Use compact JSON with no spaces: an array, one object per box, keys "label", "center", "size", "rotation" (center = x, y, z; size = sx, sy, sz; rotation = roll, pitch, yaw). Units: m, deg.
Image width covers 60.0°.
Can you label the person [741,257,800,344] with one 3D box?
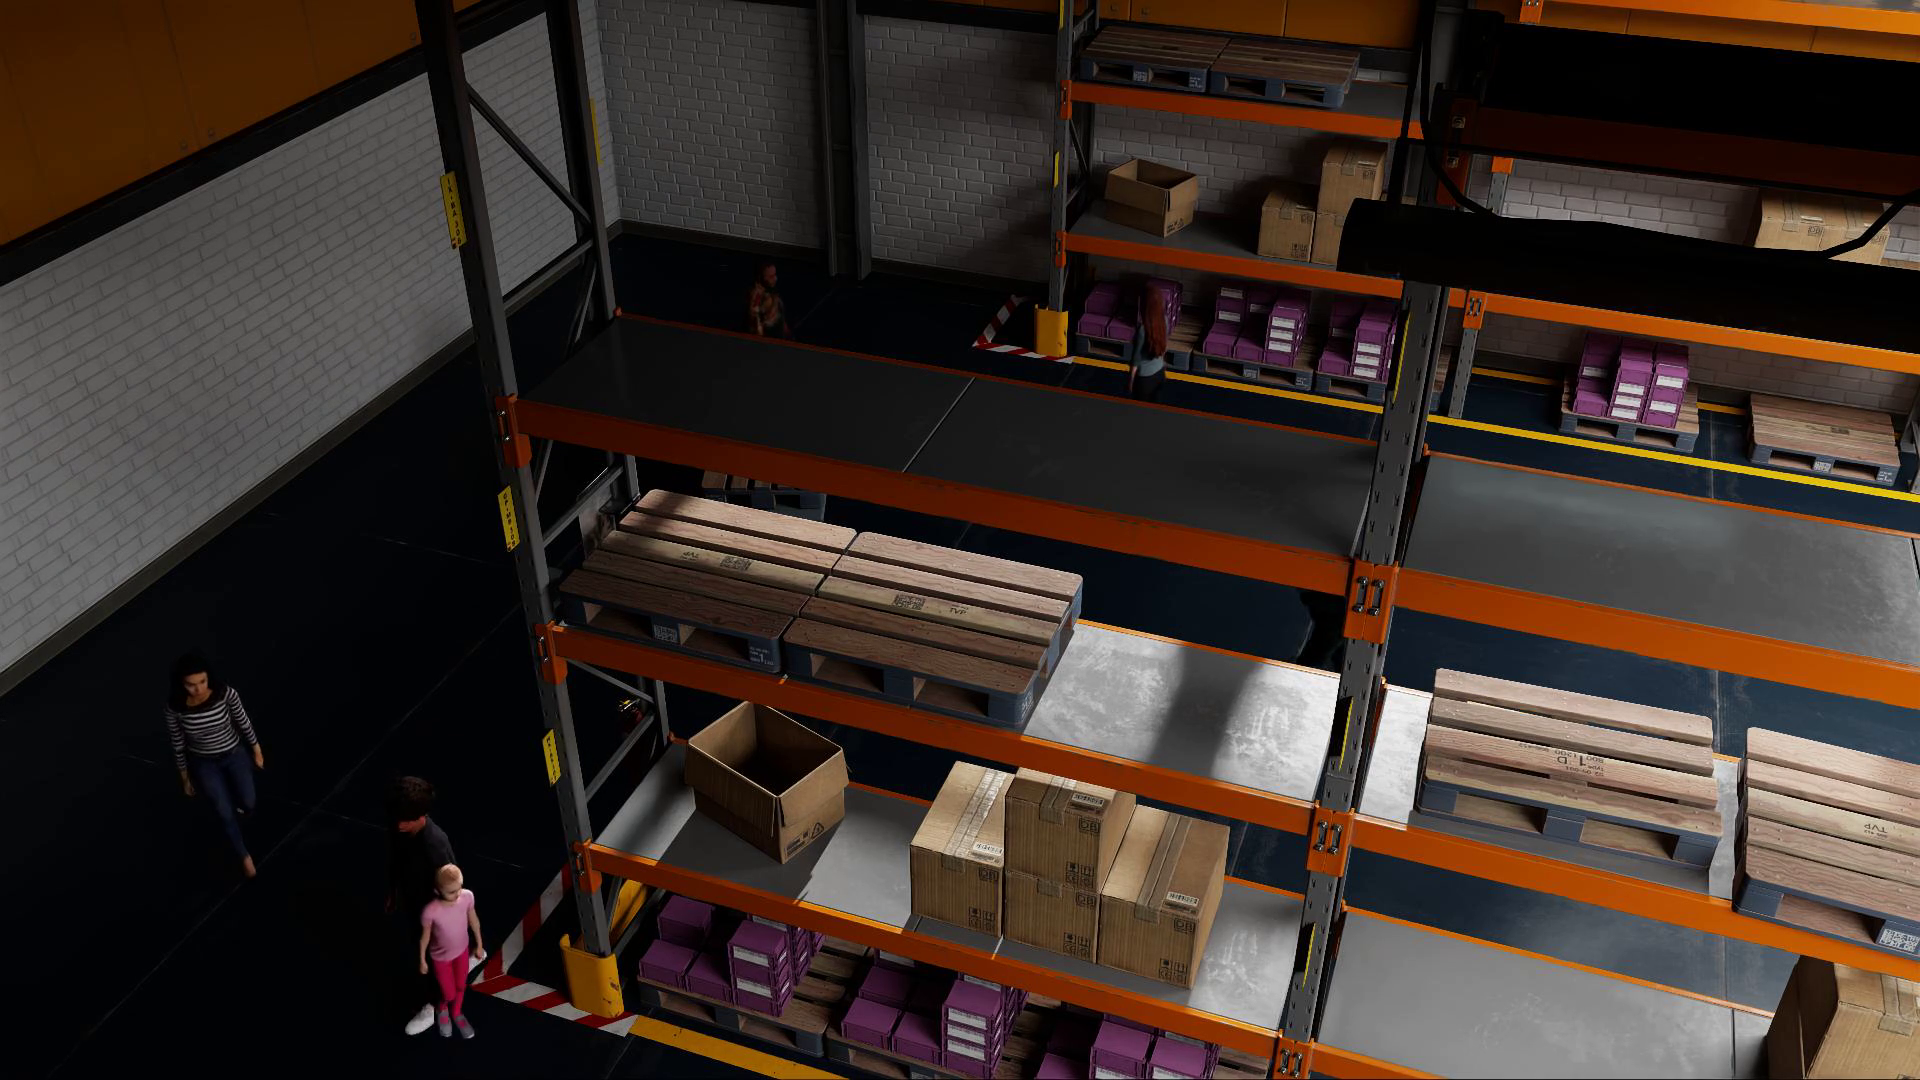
[{"label":"person","center":[-1.873,-1.761,15.136],"size":[1.306,1.760,0.943],"rotation":[0,34,0]}]

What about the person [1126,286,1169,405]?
[{"label":"person","center":[1.658,-1.412,14.631],"size":[0.638,1.739,0.642],"rotation":[27,42,34]}]

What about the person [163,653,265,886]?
[{"label":"person","center":[-4.644,1.372,10.418],"size":[0.932,1.765,1.005],"rotation":[-15,36,-21]}]

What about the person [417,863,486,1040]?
[{"label":"person","center":[-2.933,2.300,9.482],"size":[0.626,1.257,0.657],"rotation":[-23,40,-31]}]

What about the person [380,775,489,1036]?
[{"label":"person","center":[-2.985,1.994,9.489],"size":[0.907,1.758,0.936],"rotation":[-27,42,-35]}]
